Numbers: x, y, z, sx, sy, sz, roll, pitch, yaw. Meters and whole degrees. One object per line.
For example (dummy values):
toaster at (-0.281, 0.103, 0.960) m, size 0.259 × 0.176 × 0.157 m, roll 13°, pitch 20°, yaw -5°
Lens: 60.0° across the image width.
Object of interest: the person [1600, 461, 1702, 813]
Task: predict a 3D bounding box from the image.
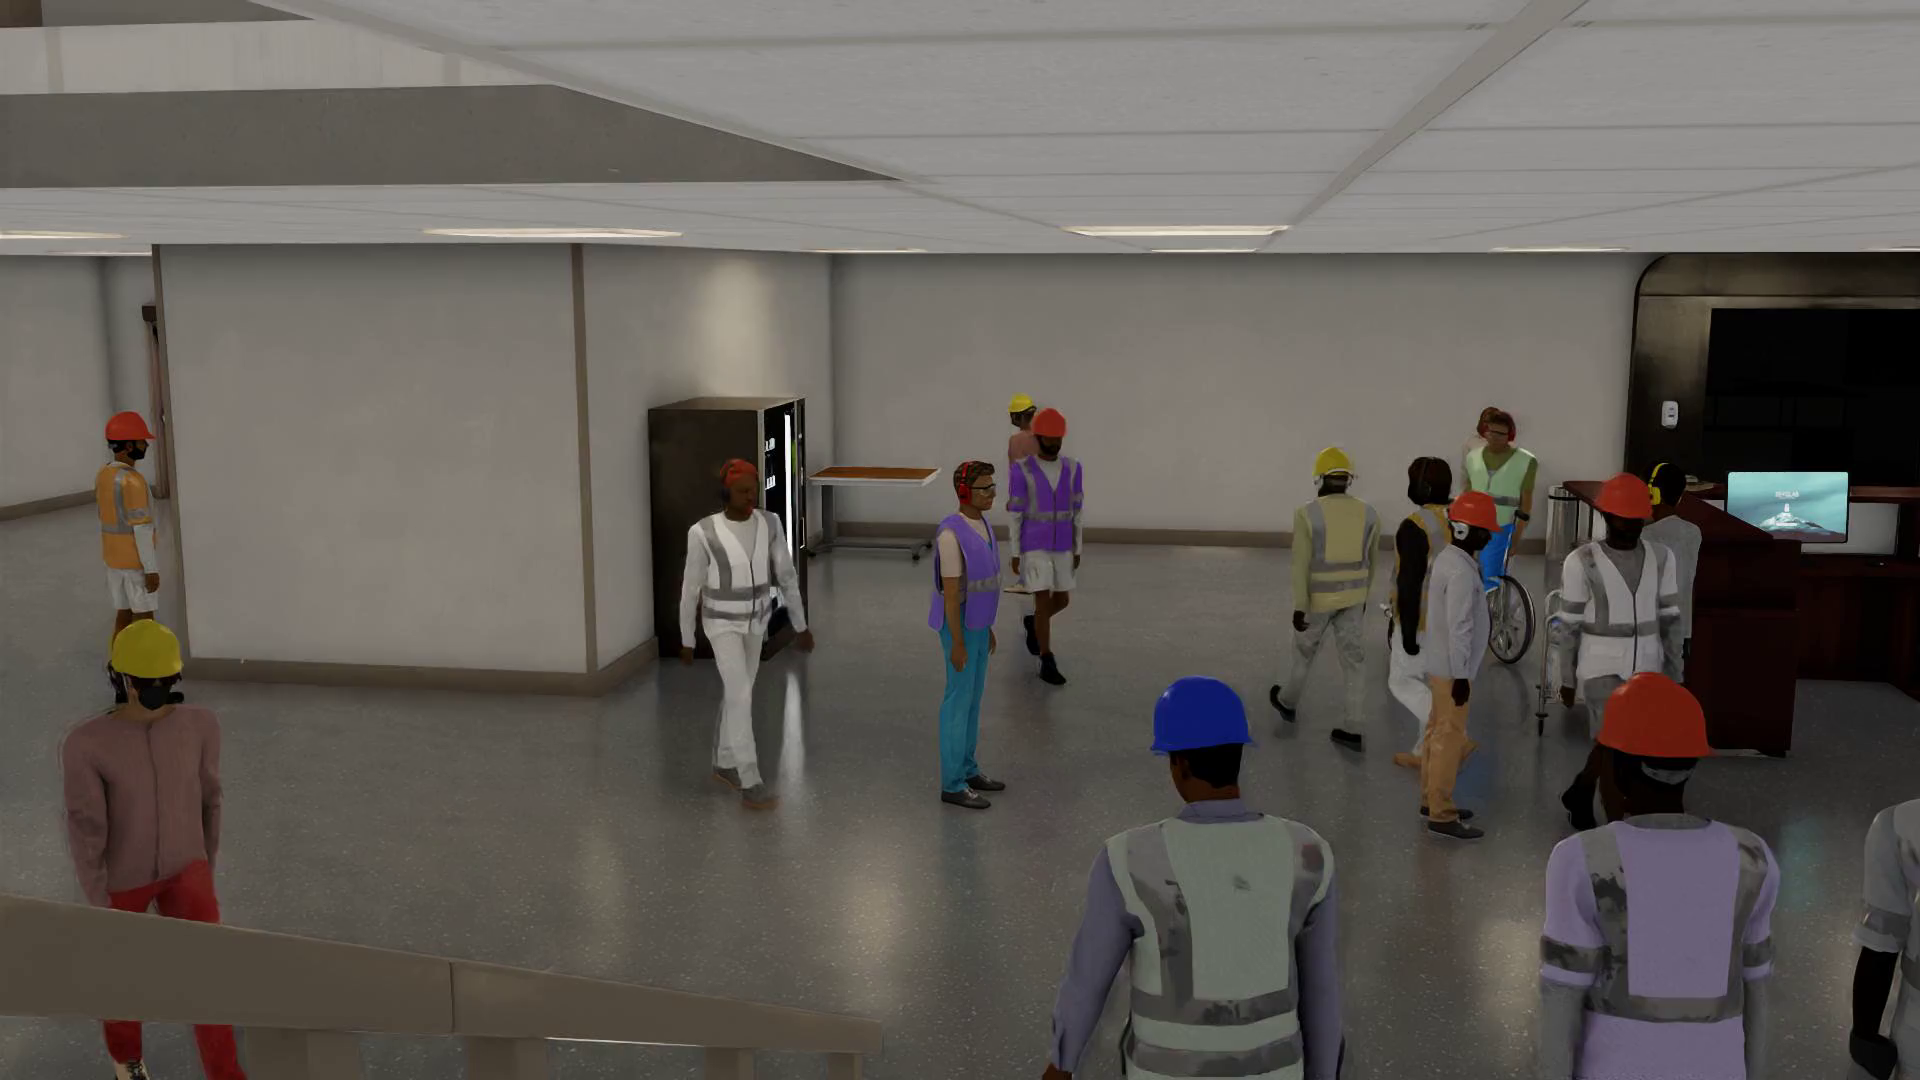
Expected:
person at (3.643, 0.520, 8.706) m, size 0.511 × 1.861 × 0.324 m, roll -7°, pitch 11°, yaw -35°

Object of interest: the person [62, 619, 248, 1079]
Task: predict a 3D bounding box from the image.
person at (-2.648, 1.109, 5.486) m, size 0.525 × 1.717 × 0.920 m, roll -9°, pitch 13°, yaw -44°

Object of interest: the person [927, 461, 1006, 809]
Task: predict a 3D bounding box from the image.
person at (0.036, 0.492, 8.919) m, size 0.389 × 1.844 × 0.563 m, roll 3°, pitch 10°, yaw 17°

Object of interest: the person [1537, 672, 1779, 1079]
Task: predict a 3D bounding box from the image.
person at (1.631, 1.273, 3.938) m, size 0.552 × 1.903 × 0.561 m, roll 0°, pitch 9°, yaw 2°

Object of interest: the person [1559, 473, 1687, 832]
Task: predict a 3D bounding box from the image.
person at (3.177, 0.603, 8.093) m, size 0.559 × 1.902 × 0.959 m, roll -1°, pitch 9°, yaw -8°

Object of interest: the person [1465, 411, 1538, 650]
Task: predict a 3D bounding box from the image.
person at (3.954, -0.049, 12.318) m, size 0.457 × 1.820 × 0.584 m, roll -8°, pitch 12°, yaw -41°

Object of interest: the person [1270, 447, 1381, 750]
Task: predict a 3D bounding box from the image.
person at (2.238, 0.325, 10.155) m, size 0.607 × 1.772 × 0.935 m, roll -2°, pitch 9°, yaw -13°

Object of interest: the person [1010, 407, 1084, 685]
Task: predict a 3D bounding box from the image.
person at (0.583, 0.010, 11.686) m, size 0.549 × 1.916 × 0.760 m, roll -3°, pitch 10°, yaw -20°

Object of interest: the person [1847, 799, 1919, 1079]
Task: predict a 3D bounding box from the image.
person at (2.426, 1.250, 3.921) m, size 0.616 × 1.951 × 0.388 m, roll 6°, pitch 11°, yaw 31°

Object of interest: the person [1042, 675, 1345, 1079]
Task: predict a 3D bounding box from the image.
person at (0.580, 1.281, 3.945) m, size 0.632 × 1.891 × 0.943 m, roll -3°, pitch 10°, yaw -19°

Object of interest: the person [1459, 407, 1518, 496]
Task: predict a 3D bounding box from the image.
person at (4.785, -0.399, 15.098) m, size 0.504 × 1.627 × 0.286 m, roll 5°, pitch 10°, yaw 28°

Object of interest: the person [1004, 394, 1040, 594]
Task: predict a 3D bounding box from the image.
person at (0.555, -0.407, 14.713) m, size 0.331 × 1.765 × 0.533 m, roll 6°, pitch 11°, yaw 31°

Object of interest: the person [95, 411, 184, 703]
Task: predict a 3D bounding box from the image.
person at (-5.384, 0.130, 10.859) m, size 0.547 × 1.938 × 0.359 m, roll 7°, pitch 12°, yaw 38°

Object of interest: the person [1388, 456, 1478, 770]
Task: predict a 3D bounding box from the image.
person at (2.659, 0.448, 9.242) m, size 0.626 × 1.831 × 0.568 m, roll -7°, pitch 12°, yaw -38°

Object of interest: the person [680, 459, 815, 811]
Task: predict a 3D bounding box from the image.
person at (-1.117, 0.500, 8.869) m, size 0.601 × 1.843 × 0.877 m, roll -9°, pitch 13°, yaw -44°

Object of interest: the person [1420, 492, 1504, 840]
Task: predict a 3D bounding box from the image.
person at (2.536, 0.619, 8.431) m, size 0.347 × 1.744 × 0.563 m, roll 2°, pitch 9°, yaw 10°
